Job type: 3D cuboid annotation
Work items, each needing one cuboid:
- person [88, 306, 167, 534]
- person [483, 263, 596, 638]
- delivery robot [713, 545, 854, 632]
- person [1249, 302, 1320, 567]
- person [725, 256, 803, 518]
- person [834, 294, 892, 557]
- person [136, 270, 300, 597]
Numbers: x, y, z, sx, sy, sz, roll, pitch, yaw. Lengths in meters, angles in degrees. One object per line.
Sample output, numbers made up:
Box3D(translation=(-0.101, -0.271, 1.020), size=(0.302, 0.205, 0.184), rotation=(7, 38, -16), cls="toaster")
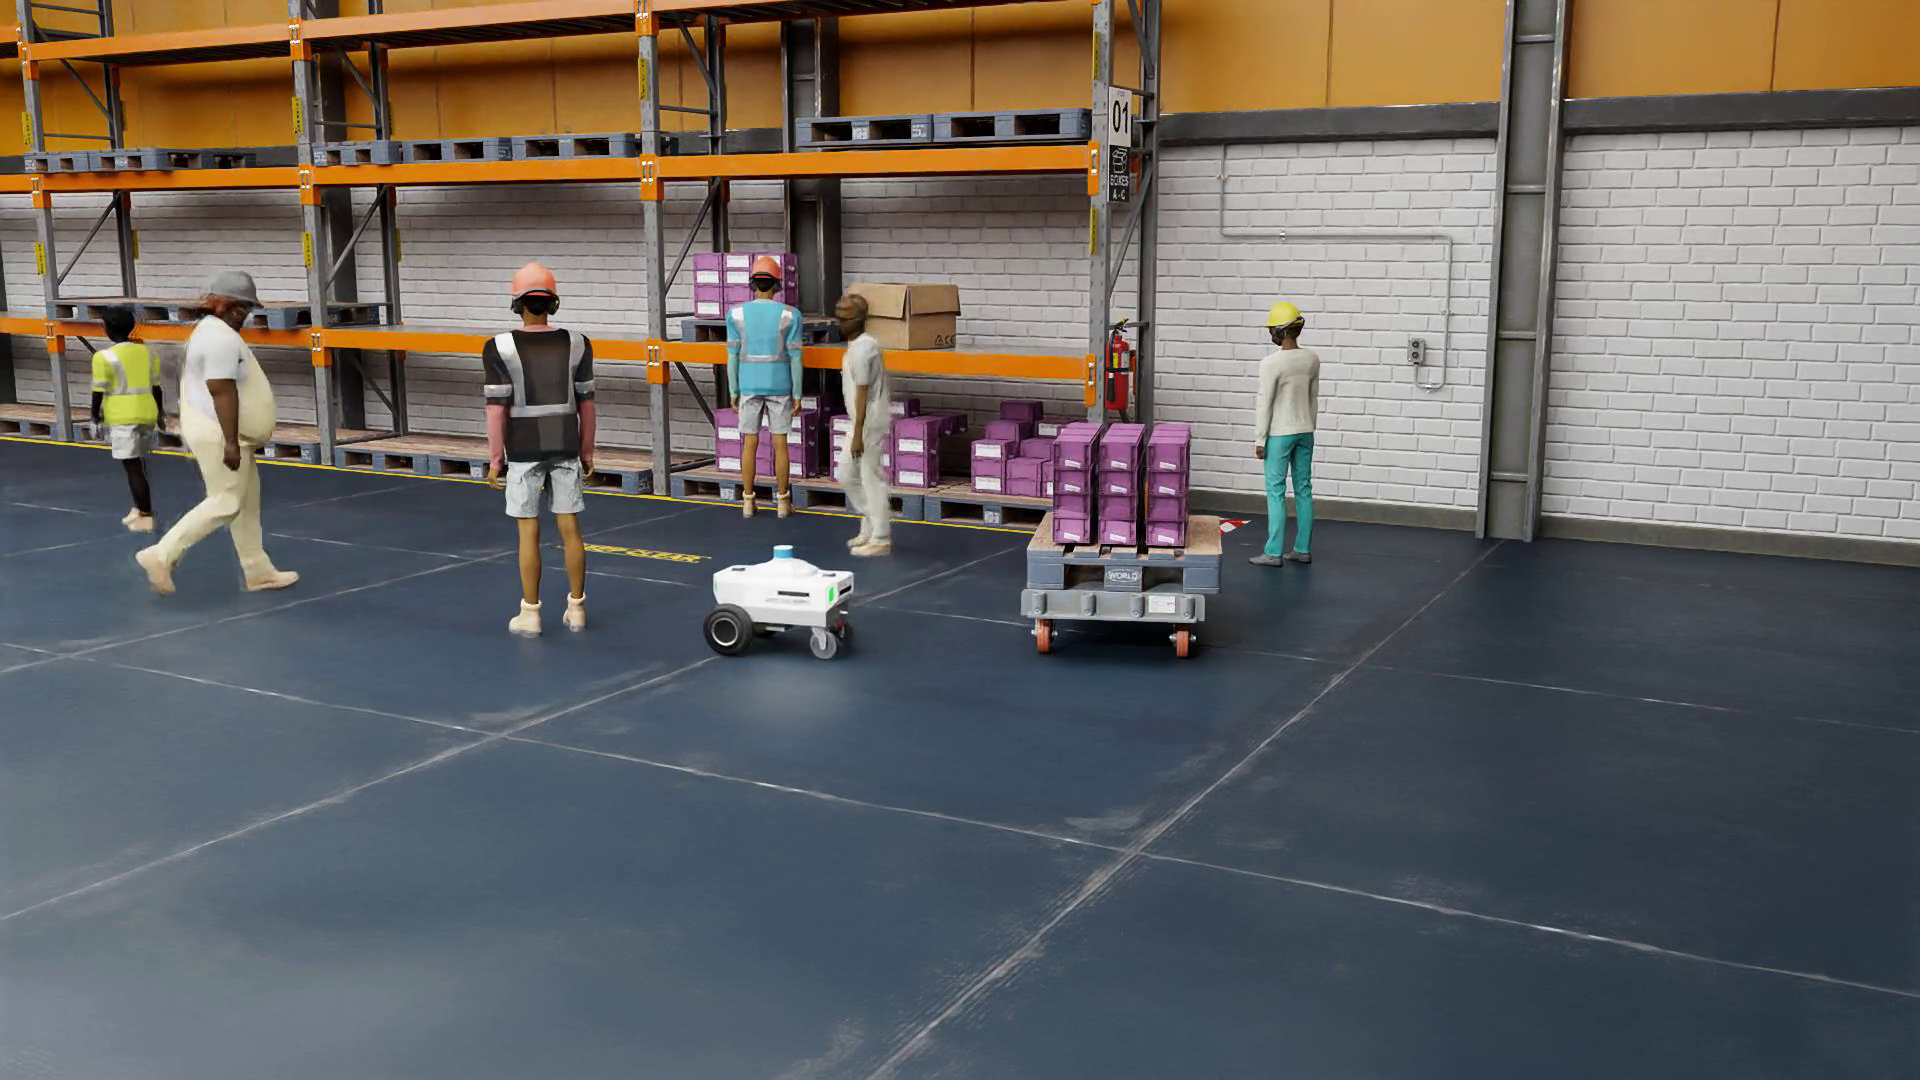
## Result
Box3D(translation=(-6.207, -0.887, 12.301), size=(0.593, 1.674, 0.557), rotation=(4, 11, 22), cls="person")
Box3D(translation=(-2.300, -0.485, 9.127), size=(0.611, 2.043, 0.375), rotation=(-6, 12, -32), cls="person")
Box3D(translation=(-0.929, 0.273, 8.795), size=(0.707, 0.478, 0.477), rotation=(3, 11, 17), cls="delivery robot")
Box3D(translation=(2.159, -0.695, 11.069), size=(0.524, 1.761, 0.338), rotation=(-7, 12, -32), cls="person")
Box3D(translation=(-1.516, -1.182, 12.983), size=(0.604, 2.035, 0.403), rotation=(0, 10, 2), cls="person")
Box3D(translation=(-0.650, -0.755, 11.256), size=(0.441, 1.809, 0.536), rotation=(-2, 11, -12), cls="person")
Box3D(translation=(-4.563, -0.661, 10.094), size=(0.828, 2.000, 0.727), rotation=(-5, 11, -25), cls="person")
